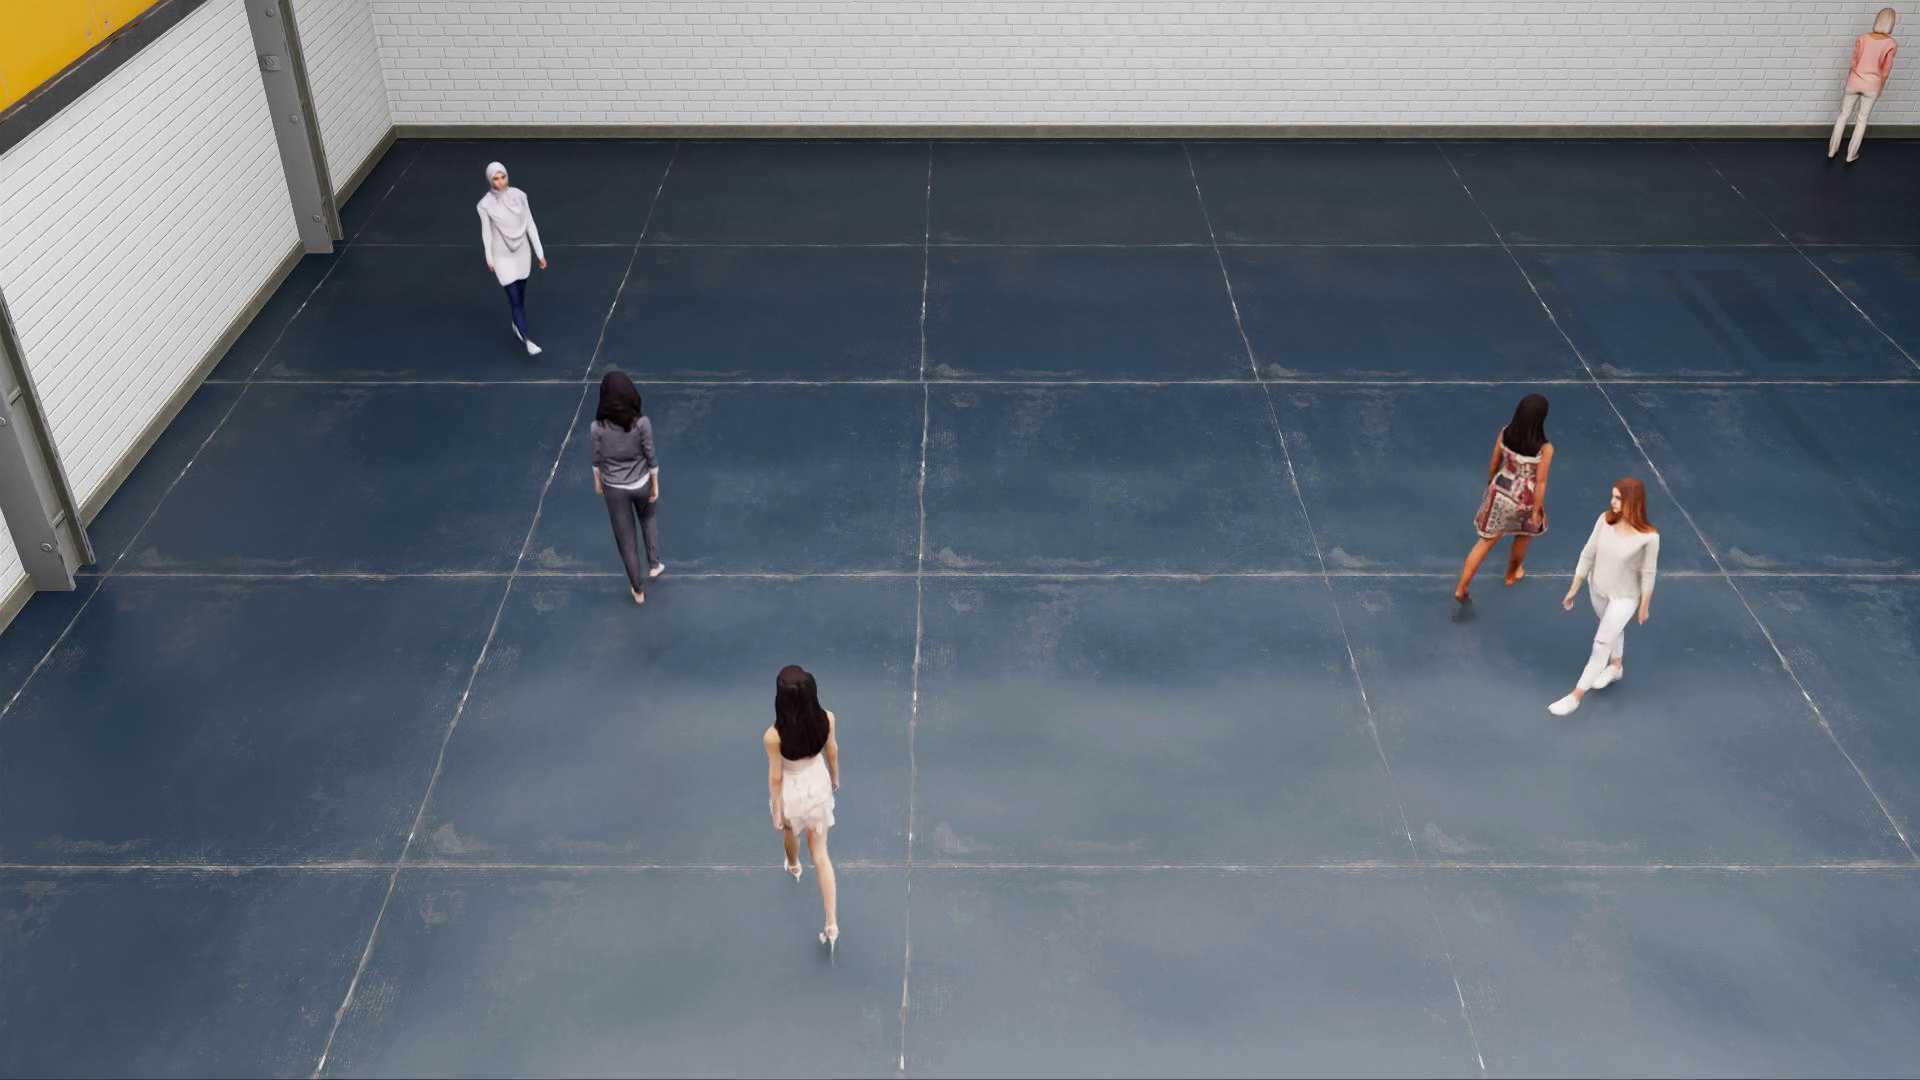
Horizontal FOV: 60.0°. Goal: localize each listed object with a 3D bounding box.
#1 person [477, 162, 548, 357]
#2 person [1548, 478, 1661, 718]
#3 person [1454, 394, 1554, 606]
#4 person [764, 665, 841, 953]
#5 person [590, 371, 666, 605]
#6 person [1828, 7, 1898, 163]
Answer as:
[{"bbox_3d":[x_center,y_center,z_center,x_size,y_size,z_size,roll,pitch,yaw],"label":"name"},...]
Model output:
[{"bbox_3d":[-4.045,-2.561,14.935,1.015,1.741,1.159,-22,39,-29],"label":"person"},{"bbox_3d":[4.250,0.311,10.686,1.060,1.661,1.090,-22,40,-30],"label":"person"},{"bbox_3d":[3.799,-0.248,11.570,1.067,1.615,1.131,28,43,35],"label":"person"},{"bbox_3d":[-0.799,1.463,8.925,0.871,1.693,1.127,-14,36,-20],"label":"person"},{"bbox_3d":[-2.302,-0.310,11.544,0.700,1.747,0.779,-10,35,-14],"label":"person"},{"bbox_3d":[10.261,-5.175,18.883,0.669,1.724,0.703,23,40,30],"label":"person"}]
